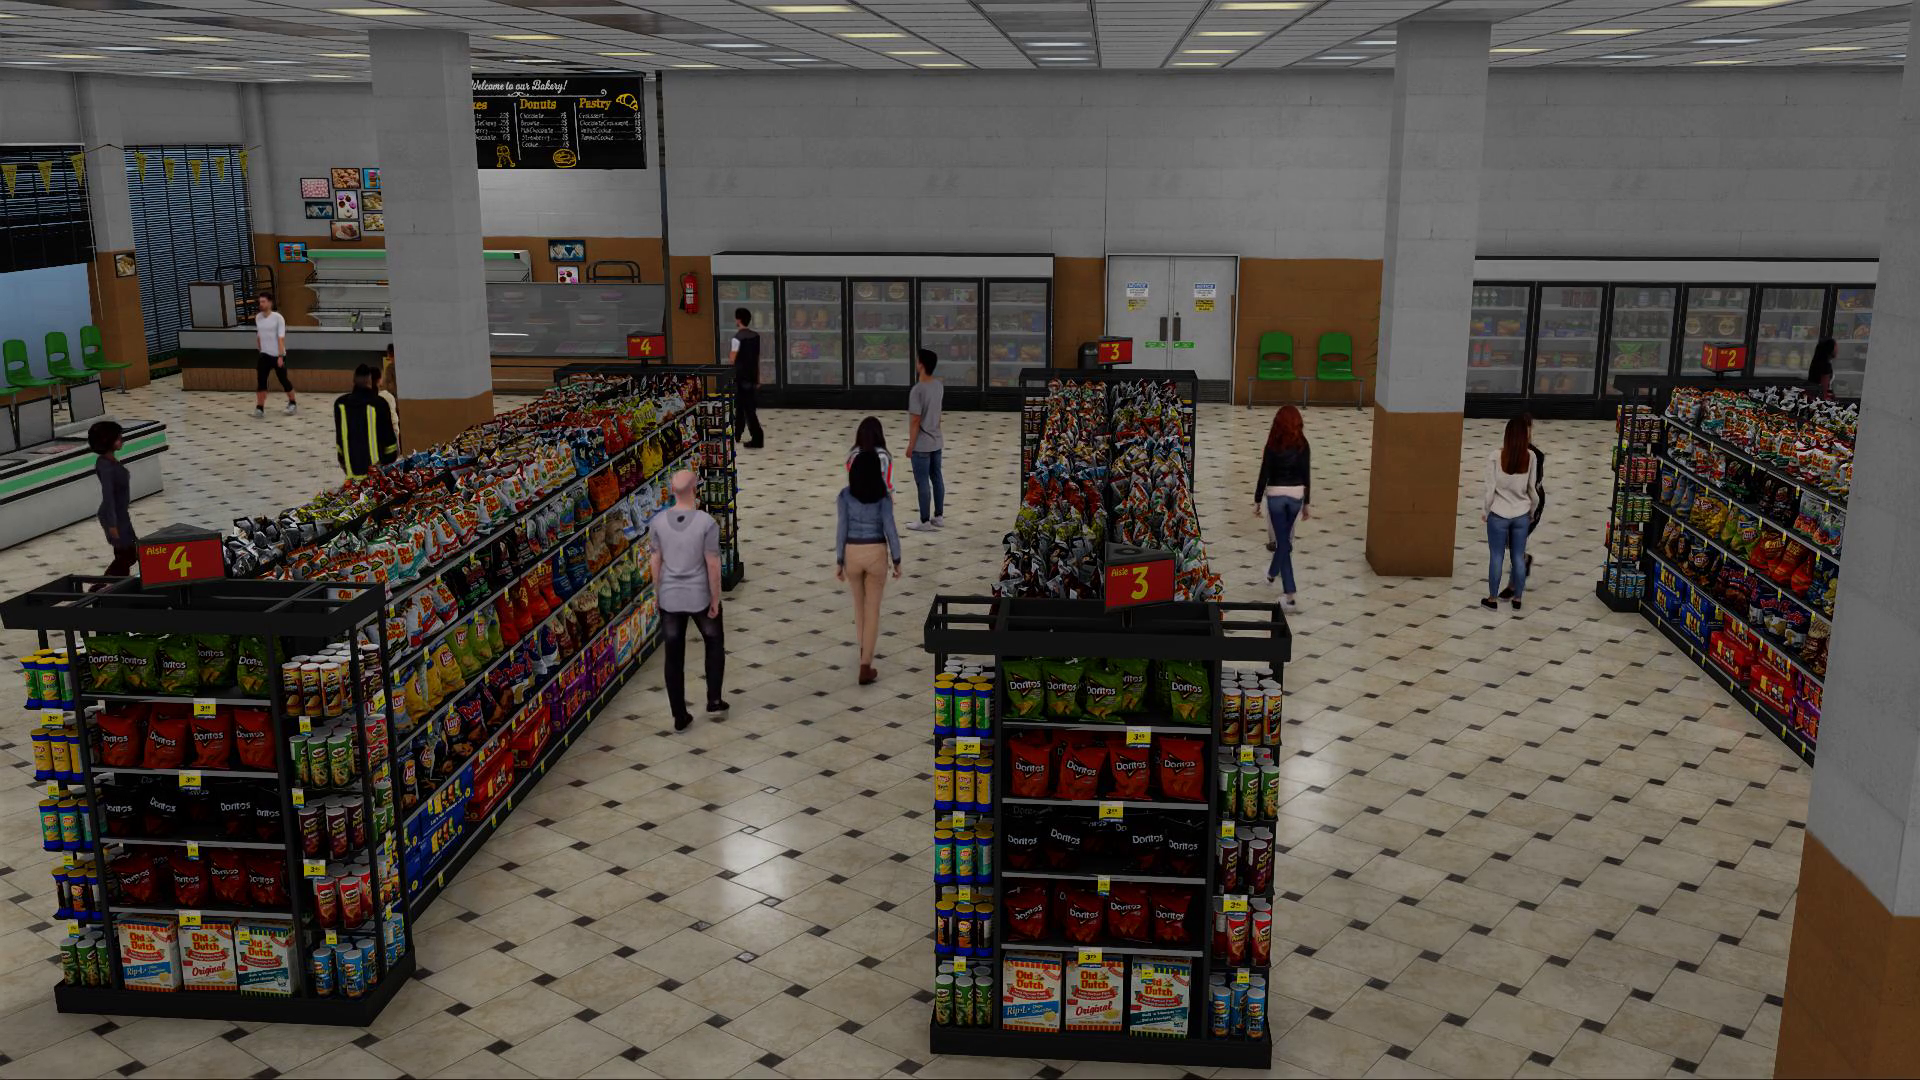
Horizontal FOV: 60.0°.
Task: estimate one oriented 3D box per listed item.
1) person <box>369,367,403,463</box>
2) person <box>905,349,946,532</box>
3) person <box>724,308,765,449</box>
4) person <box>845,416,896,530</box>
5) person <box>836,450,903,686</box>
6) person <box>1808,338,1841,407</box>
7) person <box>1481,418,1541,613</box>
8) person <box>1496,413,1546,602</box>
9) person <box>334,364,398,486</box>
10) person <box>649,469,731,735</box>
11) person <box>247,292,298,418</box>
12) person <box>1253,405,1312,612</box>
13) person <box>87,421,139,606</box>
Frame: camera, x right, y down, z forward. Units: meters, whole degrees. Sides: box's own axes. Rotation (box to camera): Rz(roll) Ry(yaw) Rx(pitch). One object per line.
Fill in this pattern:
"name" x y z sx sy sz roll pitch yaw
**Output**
"person" -6.272 -1.058 17.948 0.630 1.631 0.537 2 14 6
"person" -0.346 -1.047 17.351 0.818 1.890 0.694 10 17 35
"person" -2.743 -2.101 21.833 0.949 1.826 1.021 6 15 24
"person" -0.816 -0.292 14.853 0.669 1.600 0.800 -1 14 -5
"person" -0.724 0.221 12.411 0.697 1.755 0.884 3 14 13
"person" 10.089 -1.525 19.682 0.706 1.720 0.660 3 14 11
"person" 4.747 -0.222 14.368 0.618 1.692 0.534 1 14 3
"person" 5.001 -0.304 14.761 0.969 1.666 1.043 13 19 43
"person" -5.926 -0.818 16.517 0.809 1.838 0.930 0 14 -1
"person" -1.894 0.437 11.379 0.672 1.821 0.721 0 14 2
"person" -9.981 -2.686 24.313 0.820 1.795 1.257 4 14 15
"person" 2.836 -0.242 14.357 0.835 1.737 1.247 -3 14 -10
"person" -7.223 -0.151 14.057 0.797 1.701 0.755 -5 15 -20
